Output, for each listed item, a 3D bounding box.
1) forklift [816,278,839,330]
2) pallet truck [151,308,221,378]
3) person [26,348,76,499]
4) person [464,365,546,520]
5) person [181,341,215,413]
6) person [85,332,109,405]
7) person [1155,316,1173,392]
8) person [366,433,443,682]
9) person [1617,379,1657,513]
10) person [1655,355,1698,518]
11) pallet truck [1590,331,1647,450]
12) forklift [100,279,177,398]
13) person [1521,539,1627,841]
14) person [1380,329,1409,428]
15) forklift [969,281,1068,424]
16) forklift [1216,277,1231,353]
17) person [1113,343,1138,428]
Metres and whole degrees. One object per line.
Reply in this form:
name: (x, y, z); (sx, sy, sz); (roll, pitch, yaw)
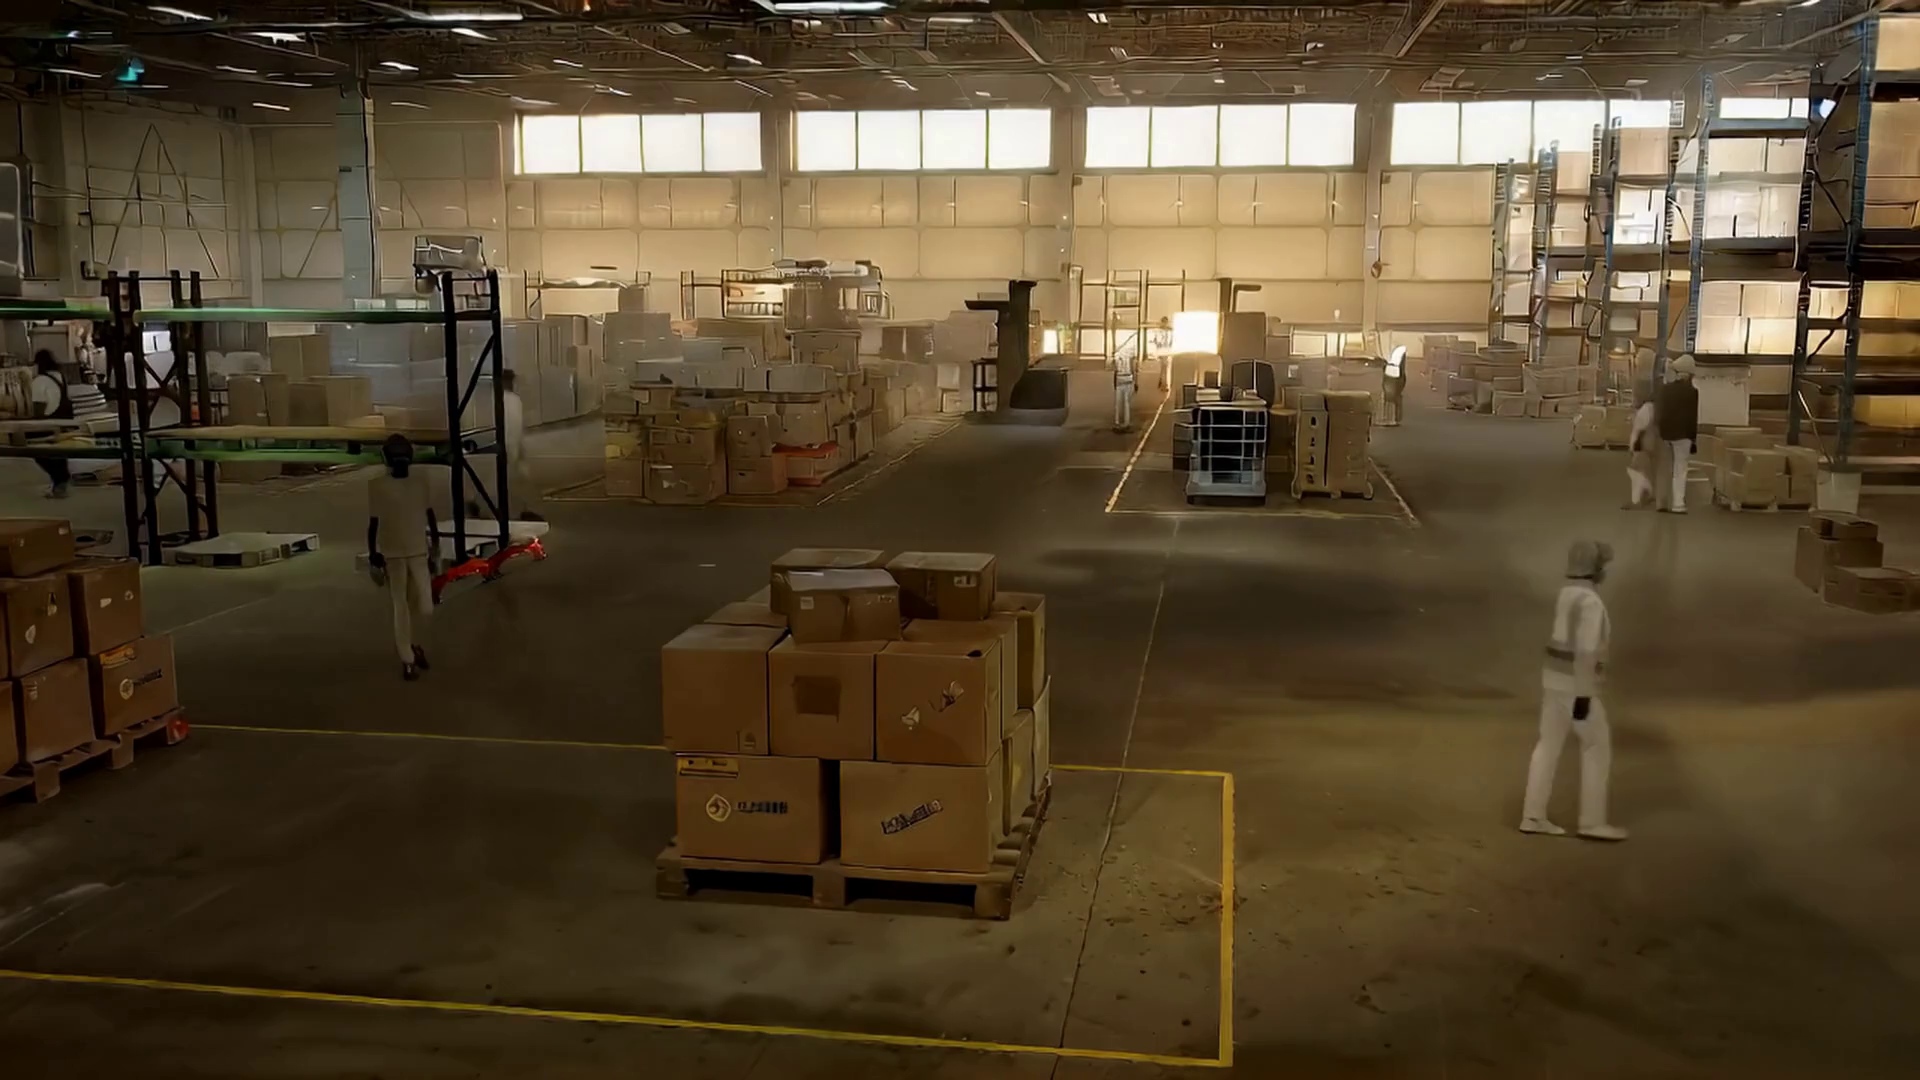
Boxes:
forklift: (-3.343, -5.245, 42.263); (1.873, 2.768, 1.129); (1, 9, 9)
pallet truck: (-21.869, -5.598, 47.154); (0.823, 1.965, 1.885); (4, 10, 26)
person: (-11.996, -1.529, 21.928); (0.550, 2.000, 0.710); (1, 9, 7)
person: (-5.537, -1.154, 20.055); (0.891, 1.911, 0.627); (-1, 9, -3)
person: (-12.649, -2.375, 27.634); (0.644, 1.891, 1.005); (2, 9, 9)
person: (-18.699, -3.653, 36.082); (0.320, 1.695, 0.538); (3, 10, 16)
person: (5.121, -4.695, 41.863); (0.548, 1.914, 0.765); (-3, 10, -19)
person: (-4.104, 0.123, 12.315); (0.546, 1.852, 0.415); (-5, 10, -28)
person: (8.514, -1.165, 20.761); (0.446, 1.688, 0.552); (5, 10, 28)
person: (8.839, -1.270, 20.469); (0.383, 1.996, 0.609); (-3, 10, -18)
pallet truck: (11.253, -2.573, 28.499); (0.823, 1.965, 1.885); (5, 10, 27)
forklift: (-19.606, -4.720, 39.027); (1.873, 2.768, 1.129); (1, 9, 9)
person: (3.312, 0.801, 8.883); (0.610, 1.602, 0.537); (0, 9, 0)
person: (8.393, -3.109, 32.085); (0.397, 1.911, 0.587); (-5, 11, -30)
forklift: (1.194, -3.753, 33.059); (1.873, 2.768, 1.129); (1, 9, 9)
forklift: (7.678, -6.238, 48.386); (1.873, 2.768, 1.129); (1, 9, 9)
person: (3.193, -2.991, 32.171); (0.512, 1.642, 0.311); (-2, 10, -15)
